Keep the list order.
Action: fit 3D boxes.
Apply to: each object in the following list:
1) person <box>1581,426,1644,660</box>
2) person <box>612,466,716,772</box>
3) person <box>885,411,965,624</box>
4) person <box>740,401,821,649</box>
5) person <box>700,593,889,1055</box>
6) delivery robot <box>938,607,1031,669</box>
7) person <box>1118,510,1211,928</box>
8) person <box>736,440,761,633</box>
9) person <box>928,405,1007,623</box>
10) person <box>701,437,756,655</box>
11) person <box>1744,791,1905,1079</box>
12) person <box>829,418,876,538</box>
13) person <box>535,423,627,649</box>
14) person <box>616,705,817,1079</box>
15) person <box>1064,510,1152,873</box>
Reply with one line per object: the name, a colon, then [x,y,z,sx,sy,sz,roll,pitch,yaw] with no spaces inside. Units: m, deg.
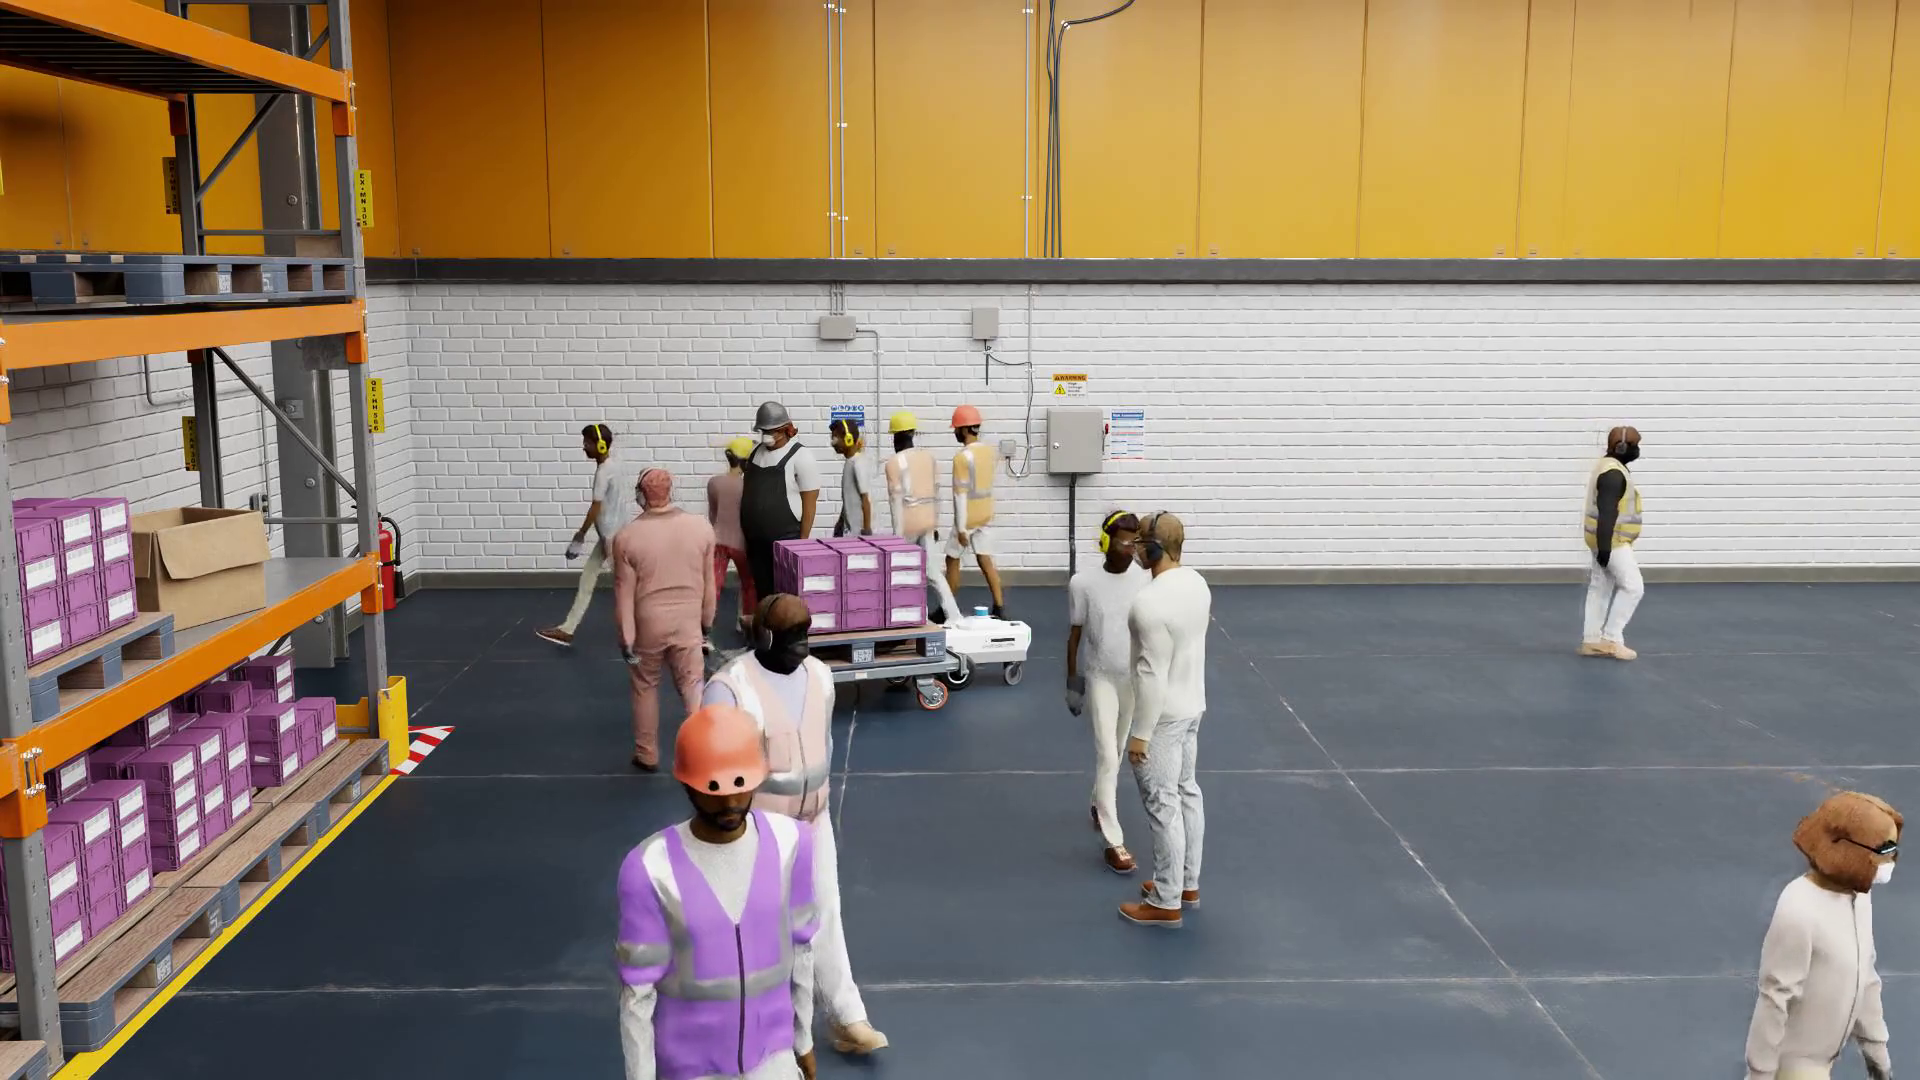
person: [5.131,0.026,12.915,0.556,1.823,0.666,3,10,19]
person: [-1.721,0.505,9.832,0.649,1.878,0.809,-5,10,-26]
person: [-0.322,-0.120,13.707,0.616,1.881,0.928,-8,12,-42]
person: [-1.445,-0.074,12.878,0.677,2.000,0.536,6,11,33]
person: [-0.710,1.094,6.505,0.626,1.793,0.979,-7,12,-39]
delivery robot: [0.156,0.732,12.192,0.707,0.478,0.477,-2,9,-13]
person: [0.950,0.821,7.705,0.355,1.936,0.635,5,11,29]
person: [-1.719,-0.029,13.865,0.425,1.624,0.537,-6,11,-32]
person: [0.083,-0.194,14.074,0.823,1.907,0.579,7,12,37]
person: [-1.817,0.040,13.165,0.528,1.722,0.899,4,10,23]
person: [2.465,1.487,4.643,0.515,1.587,0.843,-9,13,-43]
person: [-0.944,-0.055,13.381,0.781,1.836,0.515,-1,9,-7]
person: [-2.907,-0.007,13.140,0.999,1.813,0.501,-2,9,-12]
person: [-0.595,1.375,4.371,0.565,1.912,0.660,-4,10,-25]
person: [0.809,0.737,8.659,0.488,1.810,0.976,-3,10,-16]
